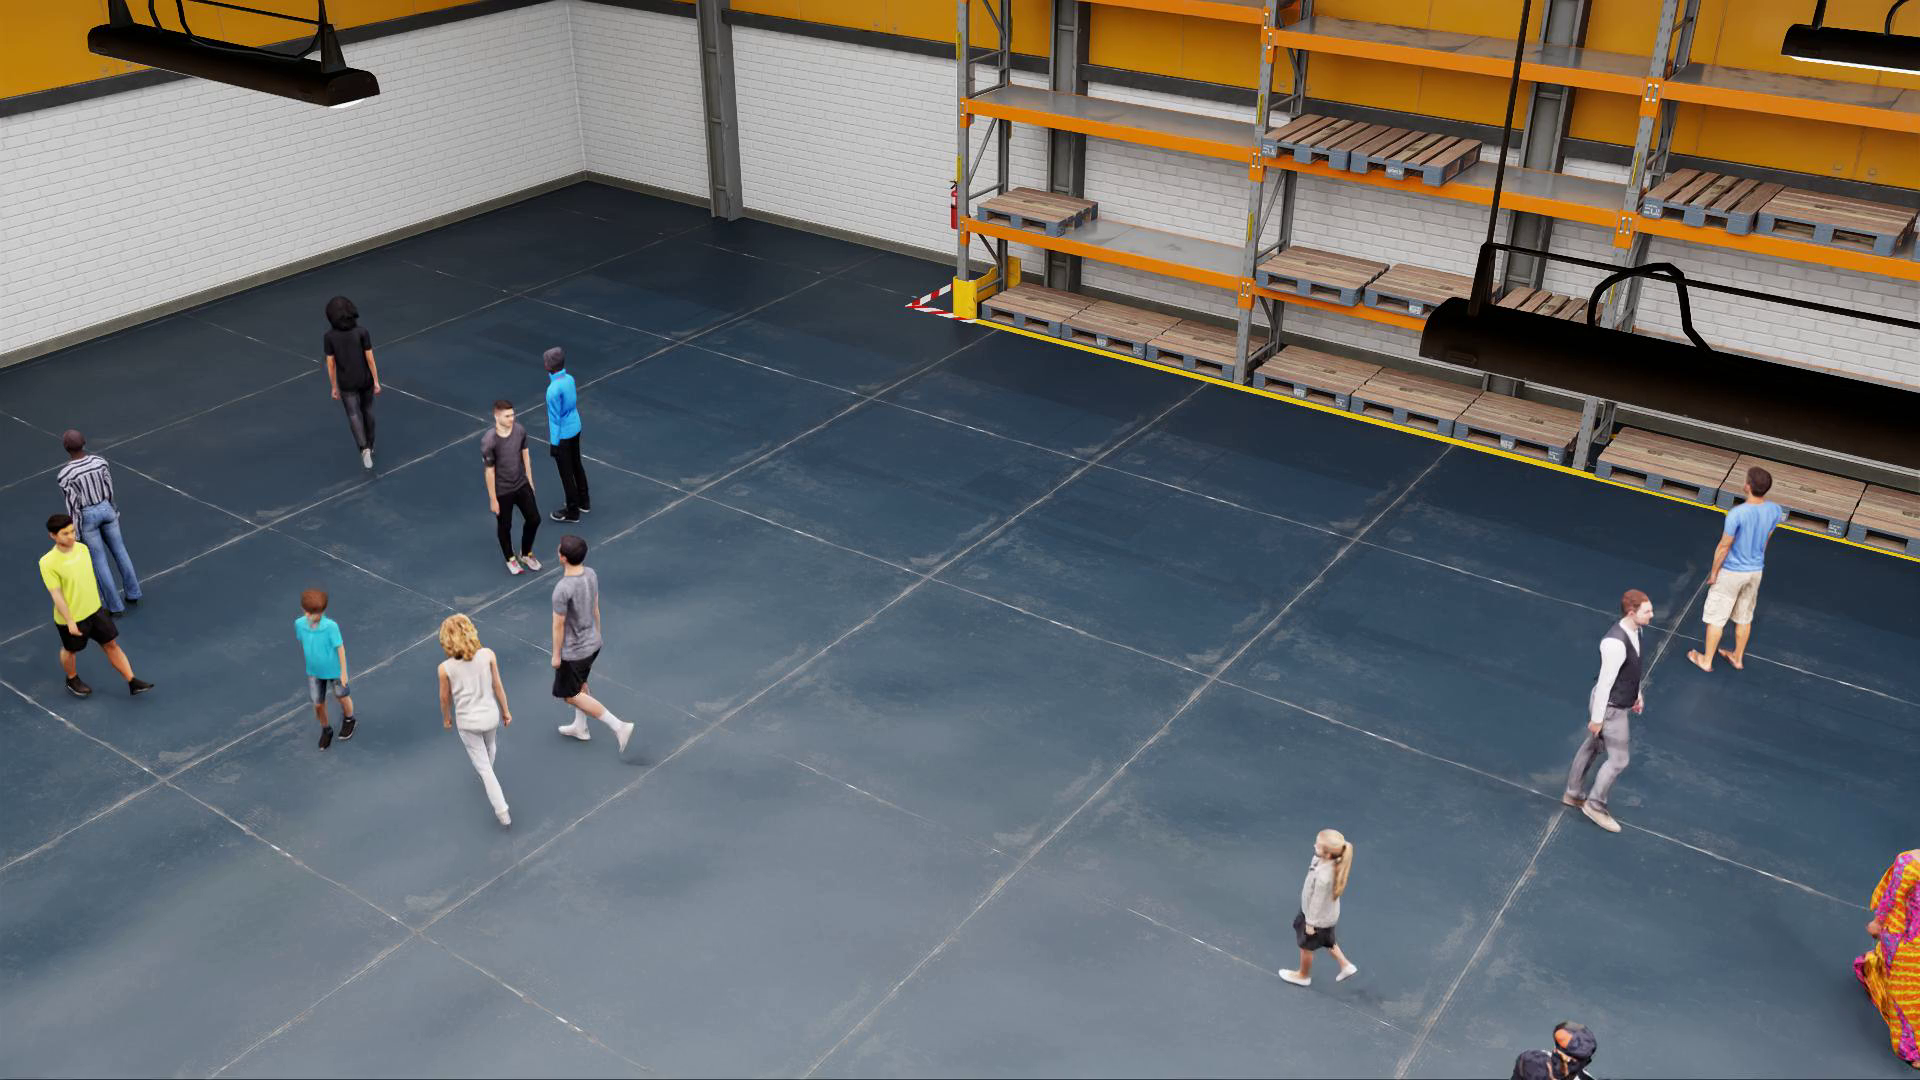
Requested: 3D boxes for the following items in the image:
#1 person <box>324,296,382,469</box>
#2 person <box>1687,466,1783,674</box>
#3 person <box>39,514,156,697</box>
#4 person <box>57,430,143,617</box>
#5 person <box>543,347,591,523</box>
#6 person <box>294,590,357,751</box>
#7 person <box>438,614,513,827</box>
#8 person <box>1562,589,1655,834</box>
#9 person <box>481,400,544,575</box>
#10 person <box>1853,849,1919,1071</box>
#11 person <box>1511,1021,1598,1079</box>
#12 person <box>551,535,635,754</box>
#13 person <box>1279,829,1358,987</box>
[{"bbox_3d":[-6.328,-1.627,17.398,0.983,1.799,1.161,-12,31,-21],"label":"person"},{"bbox_3d":[6.515,0.256,13.878,0.732,1.863,0.788,-6,29,-10],"label":"person"},{"bbox_3d":[-7.242,0.562,13.529,1.130,1.660,0.787,12,31,21],"label":"person"},{"bbox_3d":[-7.625,-0.149,14.692,0.583,1.795,0.664,13,31,23],"label":"person"},{"bbox_3d":[-3.854,-1.044,16.329,0.700,1.797,0.692,5,29,10],"label":"person"},{"bbox_3d":[-4.972,0.956,13.057,0.718,1.420,0.764,4,29,7],"label":"person"},{"bbox_3d":[-3.502,1.353,12.121,0.887,1.620,1.166,-16,33,-27],"label":"person"},{"bbox_3d":[4.661,1.172,12.135,0.703,1.924,0.681,16,32,26],"label":"person"},{"bbox_3d":[-4.211,-0.508,15.401,0.717,1.746,0.687,-25,38,-38],"label":"person"},{"bbox_3d":[5.890,2.329,10.281,1.171,1.669,1.210,-4,29,-7],"label":"person"},{"bbox_3d":[3.012,3.158,8.542,0.911,1.877,1.037,-23,36,-36],"label":"person"},{"bbox_3d":[-2.870,0.844,12.820,1.075,1.844,0.813,11,31,20],"label":"person"},{"bbox_3d":[2.352,2.371,10.624,0.713,1.266,0.538,16,32,26],"label":"person"}]
